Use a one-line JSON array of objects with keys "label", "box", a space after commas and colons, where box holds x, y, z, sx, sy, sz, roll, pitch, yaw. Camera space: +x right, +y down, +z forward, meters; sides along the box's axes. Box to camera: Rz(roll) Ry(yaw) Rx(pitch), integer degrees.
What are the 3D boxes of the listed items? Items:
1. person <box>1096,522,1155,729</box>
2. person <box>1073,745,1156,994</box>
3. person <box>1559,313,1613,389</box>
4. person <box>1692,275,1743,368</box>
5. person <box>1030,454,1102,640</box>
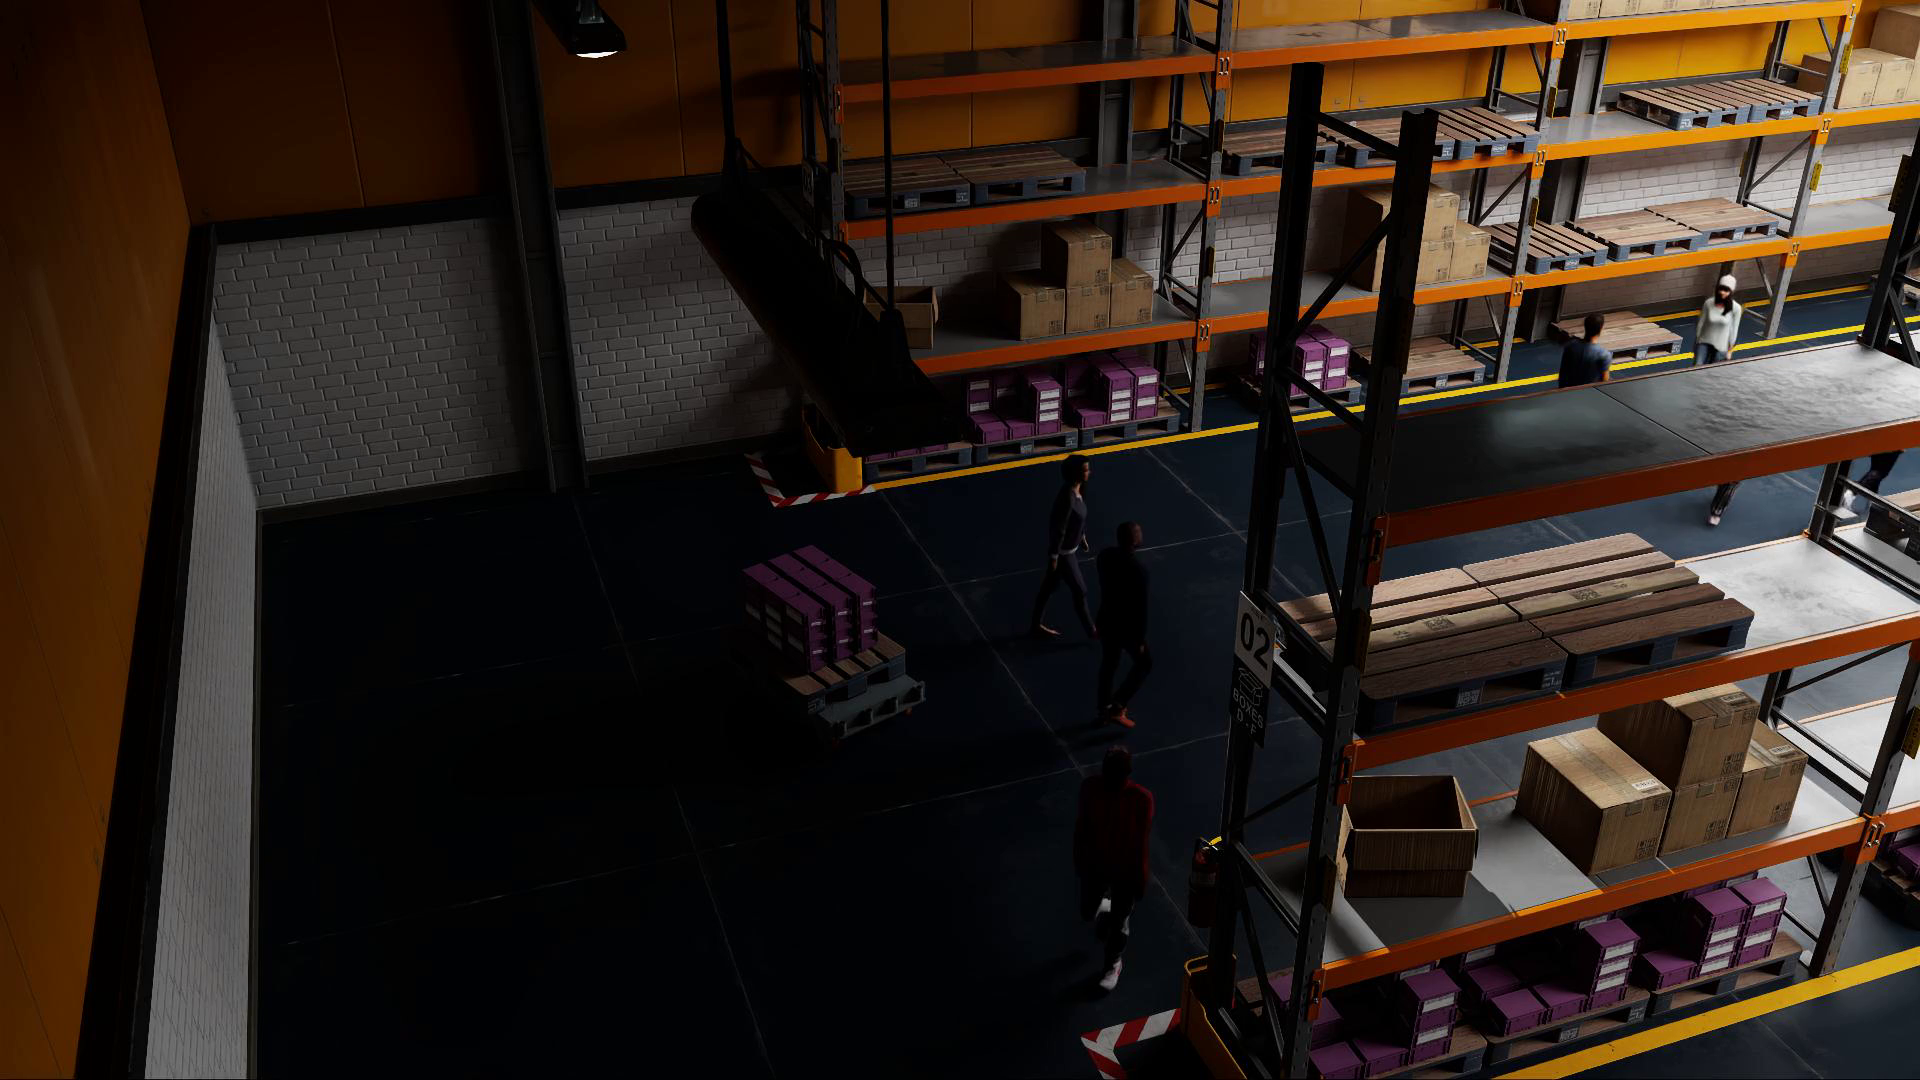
[{"label": "person", "box": [1.184, 0.705, 12.966, 0.777, 1.808, 0.796, -21, 35, -33]}, {"label": "person", "box": [1.014, 2.007, 10.583, 0.929, 1.803, 0.990, 13, 31, 23]}, {"label": "person", "box": [6.294, -1.442, 16.899, 0.730, 1.809, 0.700, 25, 37, 38]}, {"label": "person", "box": [8.365, -2.175, 18.425, 0.701, 1.635, 0.753, 16, 33, 27]}, {"label": "person", "box": [0.800, 0.086, 14.180, 1.076, 1.732, 0.884, 4, 29, 7]}]
